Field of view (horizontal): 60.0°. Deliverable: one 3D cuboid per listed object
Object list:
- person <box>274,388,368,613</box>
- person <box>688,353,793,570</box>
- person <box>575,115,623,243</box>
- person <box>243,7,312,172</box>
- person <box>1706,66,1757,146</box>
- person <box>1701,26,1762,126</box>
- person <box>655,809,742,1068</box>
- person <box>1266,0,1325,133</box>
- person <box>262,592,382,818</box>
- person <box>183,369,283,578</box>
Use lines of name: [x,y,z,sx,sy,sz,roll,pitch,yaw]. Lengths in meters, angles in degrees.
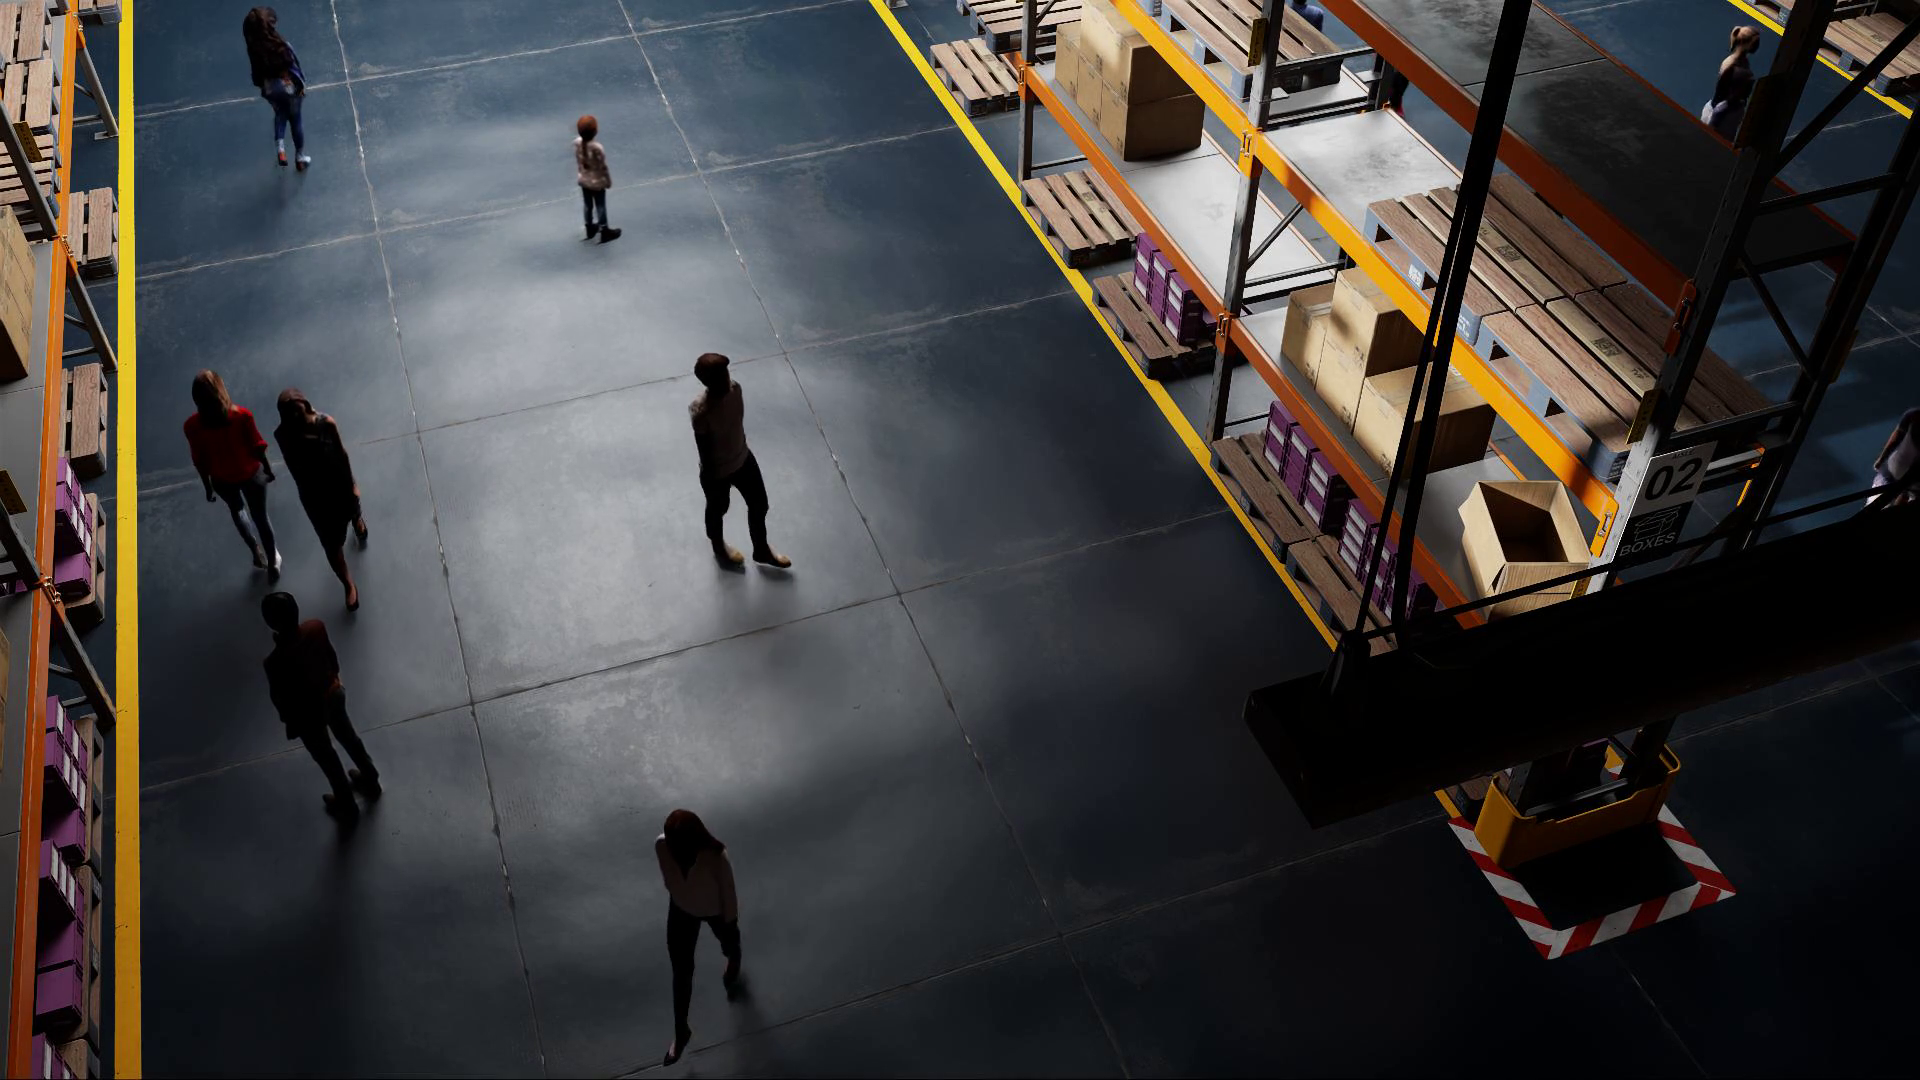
person: [-4.340,-0.417,11.455,0.570,1.662,1.145,-14,45,-14]
person: [-1.683,-0.557,11.447,1.012,1.876,0.931,26,49,25]
person: [-3.257,-3.203,14.721,0.547,1.190,0.615,20,47,20]
person: [-6.289,-4.124,15.379,0.753,1.617,0.801,0,44,0]
person: [6.469,-3.362,14.519,0.902,1.698,1.145,-29,51,-27]
person: [6.785,-3.870,15.057,0.741,1.693,0.869,-34,53,-31]
person: [-1.334,1.942,8.936,1.002,1.721,1.146,10,45,11]
person: [3.068,-4.350,15.419,0.711,1.888,0.673,-3,44,-3]
person: [-3.816,0.983,9.902,0.752,1.778,0.685,17,46,17]
person: [-4.943,-0.376,11.392,0.637,1.688,0.579,-15,46,-15]
